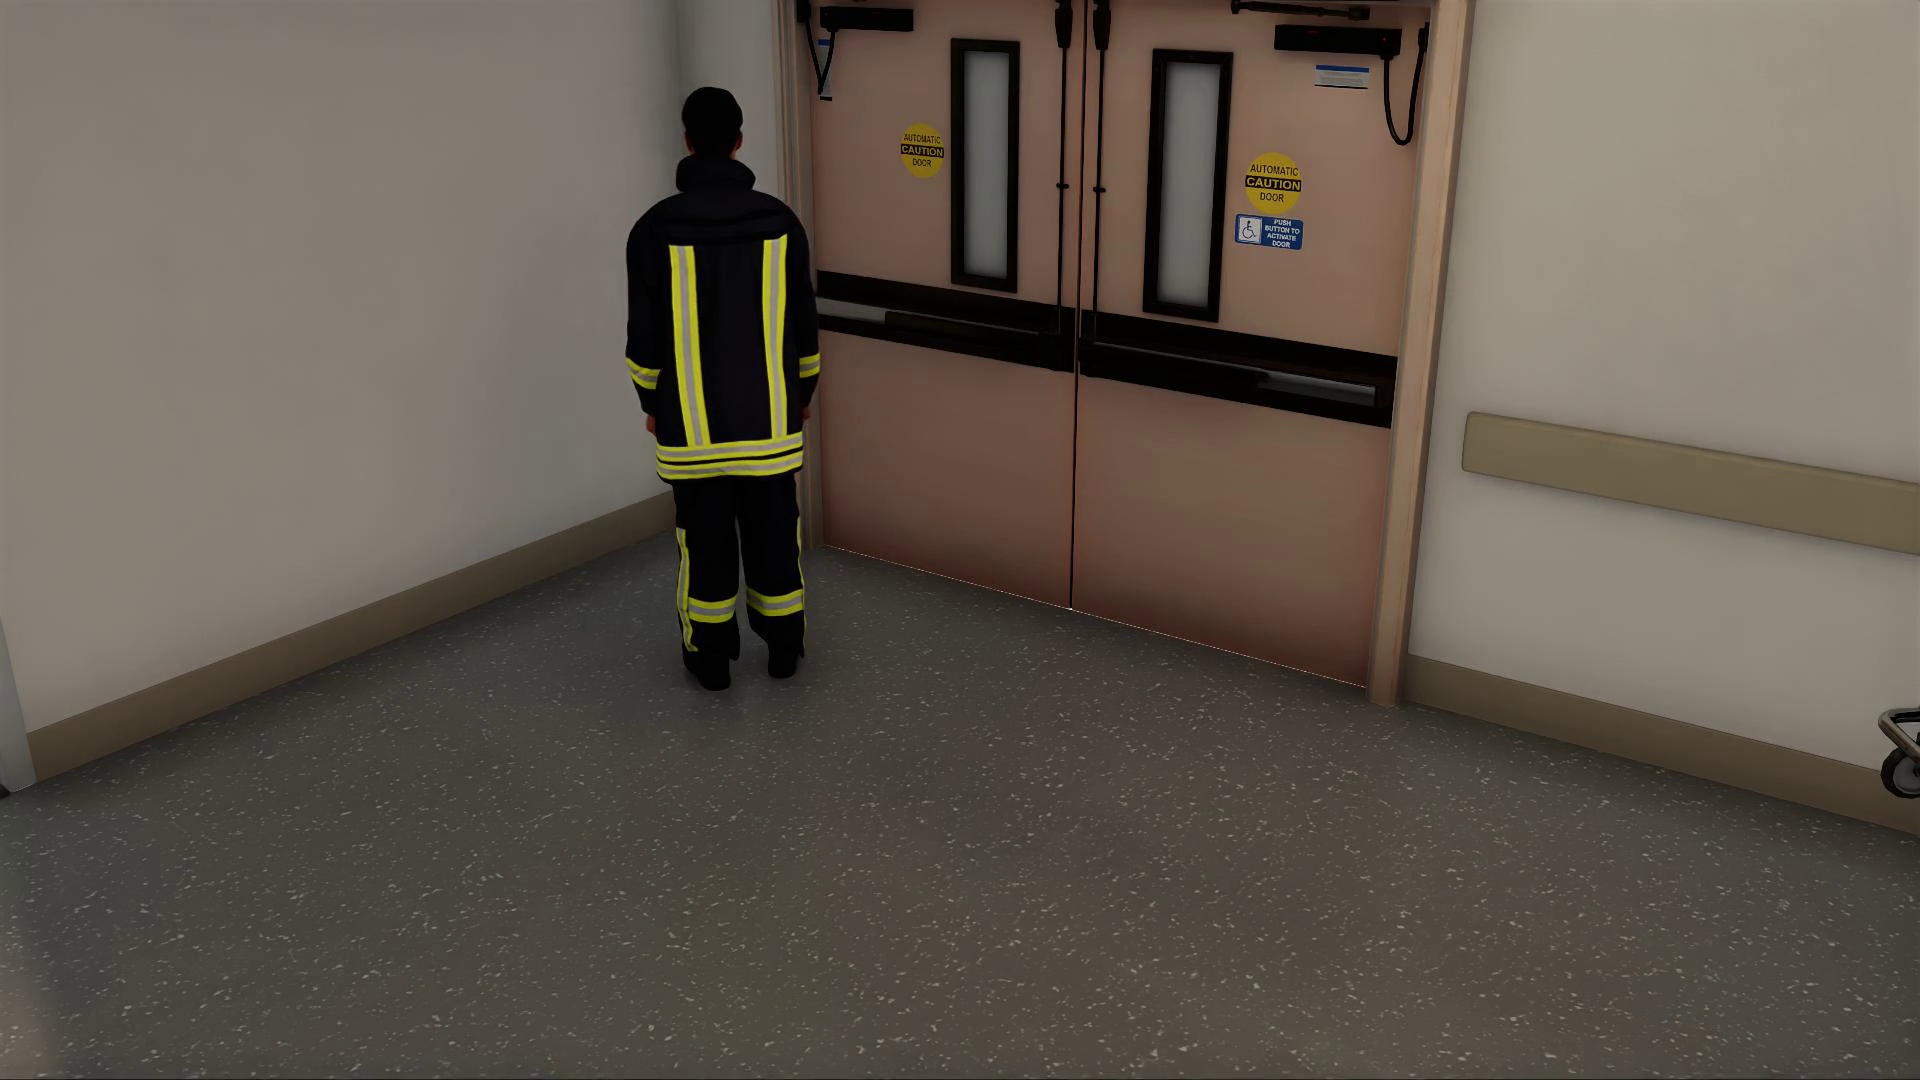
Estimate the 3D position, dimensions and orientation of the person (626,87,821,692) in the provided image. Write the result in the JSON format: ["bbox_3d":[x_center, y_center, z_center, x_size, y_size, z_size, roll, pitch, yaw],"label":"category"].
[{"bbox_3d":[-0.743,-0.461,5.305,0.854,1.926,0.956,-7,22,-18],"label":"person"}]
